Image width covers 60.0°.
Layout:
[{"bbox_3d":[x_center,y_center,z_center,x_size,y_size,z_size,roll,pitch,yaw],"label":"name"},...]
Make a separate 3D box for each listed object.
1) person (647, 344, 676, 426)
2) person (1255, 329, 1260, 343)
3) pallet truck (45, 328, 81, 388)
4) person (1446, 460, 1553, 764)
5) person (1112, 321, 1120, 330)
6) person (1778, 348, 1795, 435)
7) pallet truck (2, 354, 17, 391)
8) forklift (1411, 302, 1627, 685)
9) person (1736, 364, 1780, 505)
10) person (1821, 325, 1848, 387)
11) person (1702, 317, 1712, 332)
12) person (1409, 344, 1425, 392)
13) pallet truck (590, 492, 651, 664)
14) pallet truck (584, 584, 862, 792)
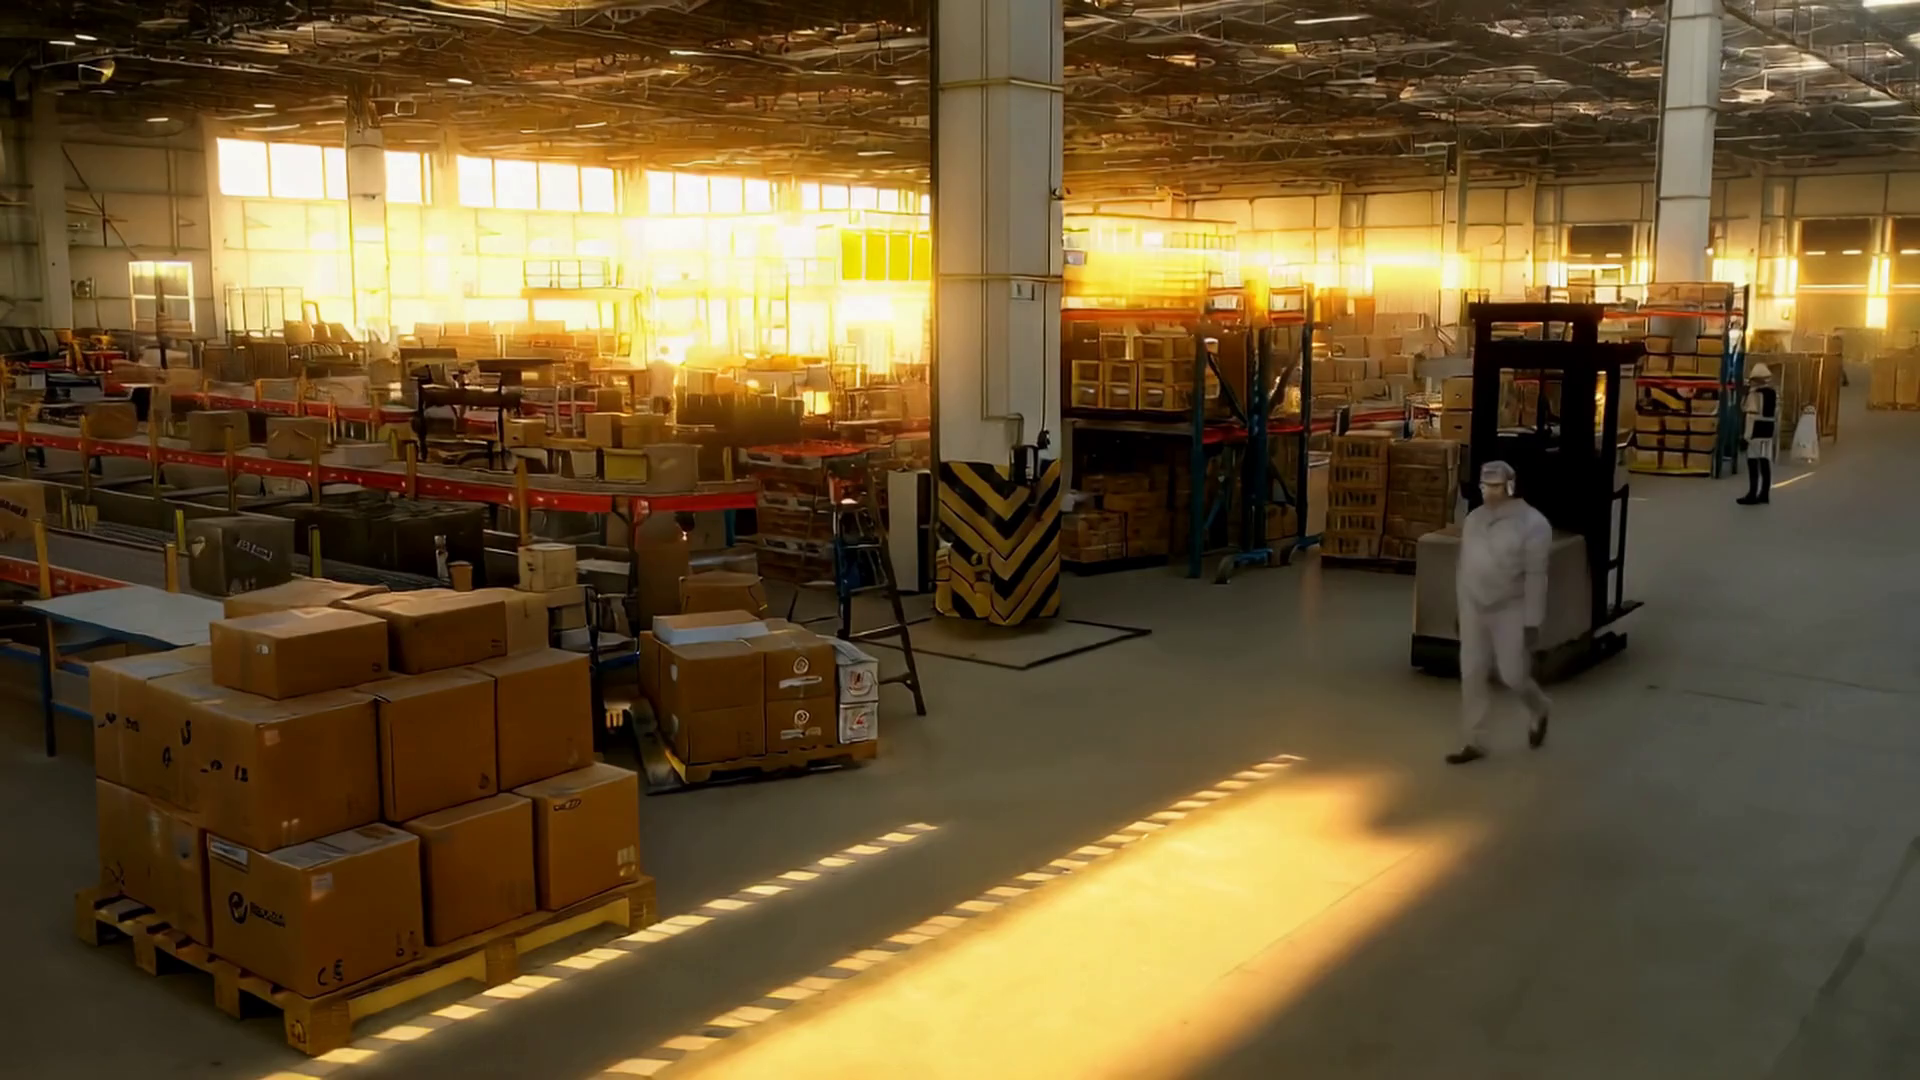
[{"bbox_3d":[-5.684,-2.759,31.714,0.551,1.926,0.406,0,8,0],"label":"person"},{"bbox_3d":[12.397,-8.163,68.396,0.504,1.847,0.344,2,9,14],"label":"person"},{"bbox_3d":[-23.775,-4.544,43.495,1.885,1.965,0.823,6,10,35],"label":"pallet truck"},{"bbox_3d":[3.357,0.439,10.283,0.694,1.884,0.653,-7,11,-38],"label":"person"},{"bbox_3d":[5.958,-7.502,63.942,1.028,1.858,0.584,-3,9,-22],"label":"person"},{"bbox_3d":[16.932,-3.043,34.151,0.330,1.769,0.526,0,8,2],"label":"person"},{"bbox_3d":[-24.881,-4.417,42.634,1.885,1.965,0.823,8,11,41],"label":"pallet truck"},{"bbox_3d":[4.379,-0.438,12.852,1.129,2.768,1.873,7,11,37],"label":"forklift"},{"bbox_3d":[10.938,-1.447,22.816,0.552,1.936,0.359,-5,10,-28],"label":"person"},{"bbox_3d":[26.988,-5.650,51.233,0.557,1.918,0.764,-3,9,-19],"label":"person"},{"bbox_3d":[31.816,-8.645,71.152,0.610,1.993,0.380,4,10,27],"label":"person"},{"bbox_3d":[11.608,-4.155,42.133,0.366,1.617,0.518,7,11,38],"label":"person"},{"bbox_3d":[-3.115,0.344,12.883,0.653,1.274,1.630,7,11,37],"label":"pallet truck"},{"bbox_3d":[-1.426,0.805,10.019,1.601,1.201,0.680,-4,9,-26],"label":"pallet truck"}]
